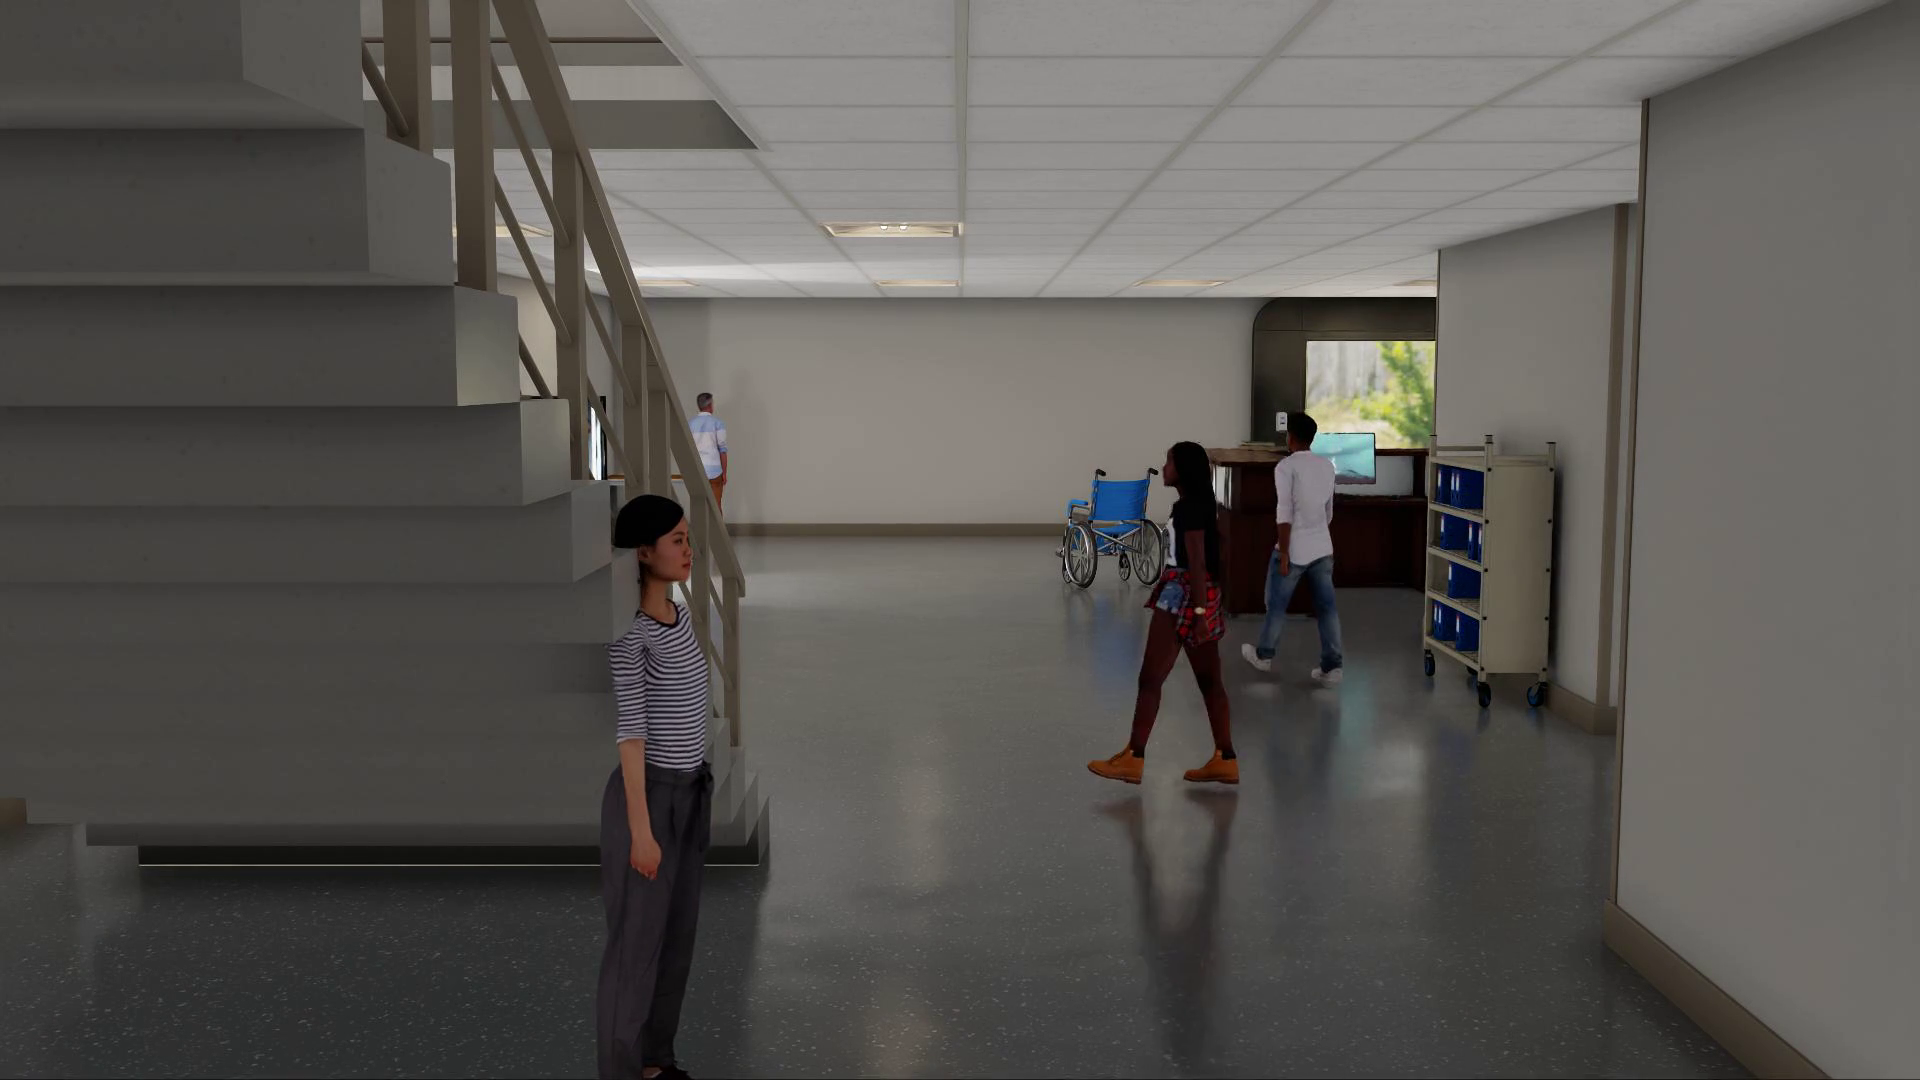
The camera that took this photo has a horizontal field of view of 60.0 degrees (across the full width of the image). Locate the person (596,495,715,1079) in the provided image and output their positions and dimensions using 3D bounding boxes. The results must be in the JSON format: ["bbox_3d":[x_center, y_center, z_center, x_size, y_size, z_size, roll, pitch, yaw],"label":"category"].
[{"bbox_3d":[-0.848,0.739,4.516,0.702,1.732,0.527,1,6,13],"label":"person"}]

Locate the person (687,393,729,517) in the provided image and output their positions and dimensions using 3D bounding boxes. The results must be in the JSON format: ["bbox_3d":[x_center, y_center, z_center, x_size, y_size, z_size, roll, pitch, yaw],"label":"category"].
[{"bbox_3d":[-2.968,-0.809,19.434,0.722,1.824,0.610,1,6,9],"label":"person"}]

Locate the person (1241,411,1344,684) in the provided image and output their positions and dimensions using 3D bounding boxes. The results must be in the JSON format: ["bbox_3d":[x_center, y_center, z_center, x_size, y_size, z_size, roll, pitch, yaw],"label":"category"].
[{"bbox_3d":[2.307,0.078,10.898,0.949,1.769,1.224,-2,6,-23],"label":"person"}]

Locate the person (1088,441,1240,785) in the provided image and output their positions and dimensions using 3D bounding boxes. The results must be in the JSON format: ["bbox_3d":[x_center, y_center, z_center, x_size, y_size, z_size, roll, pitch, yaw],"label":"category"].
[{"bbox_3d":[1.217,0.387,8.168,0.784,1.700,0.949,1,6,10],"label":"person"}]
